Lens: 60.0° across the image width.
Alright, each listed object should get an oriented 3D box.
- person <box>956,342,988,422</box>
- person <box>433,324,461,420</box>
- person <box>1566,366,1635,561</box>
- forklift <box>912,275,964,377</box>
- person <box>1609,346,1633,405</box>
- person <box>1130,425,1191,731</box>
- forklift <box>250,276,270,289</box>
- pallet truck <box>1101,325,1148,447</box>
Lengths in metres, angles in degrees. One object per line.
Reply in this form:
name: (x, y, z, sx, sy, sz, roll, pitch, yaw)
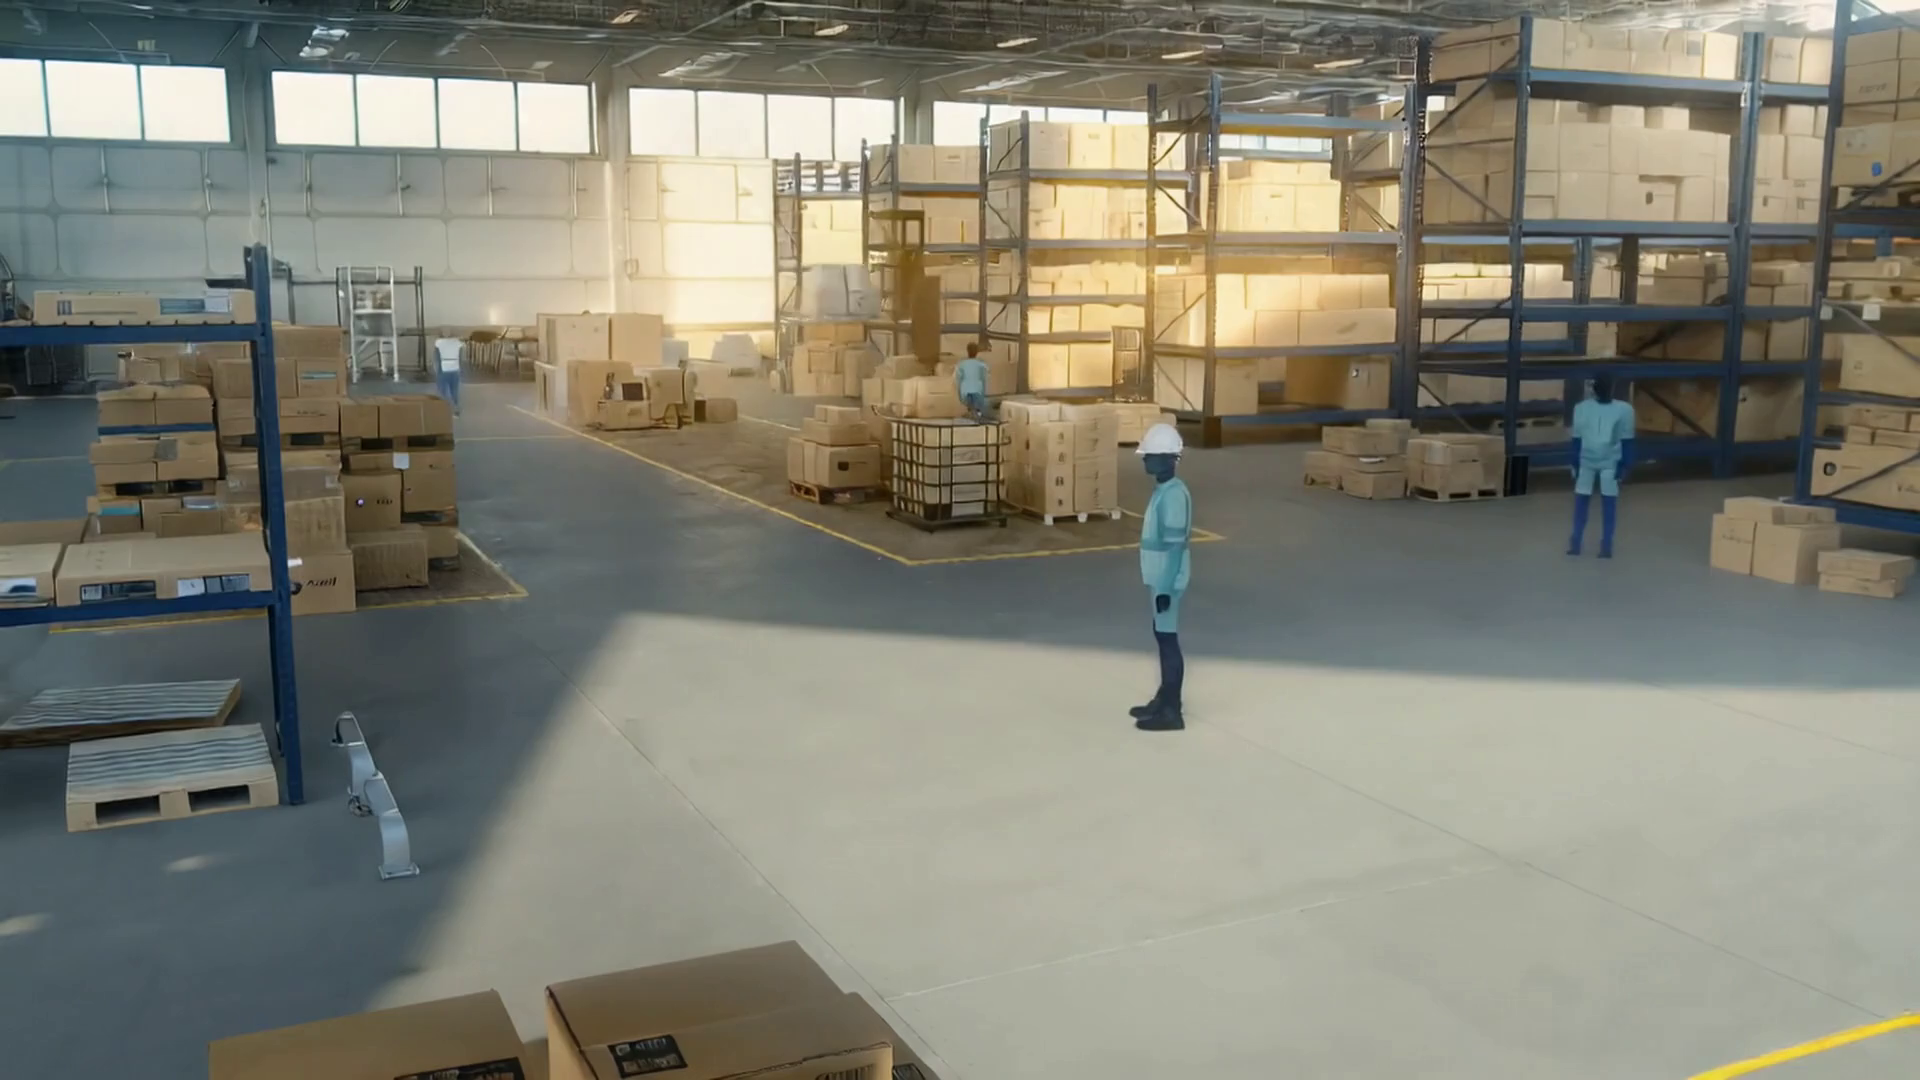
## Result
person: (0.206, -2.529, 28.439, 0.539, 1.695, 0.318, 0, 9, -2)
person: (-10.095, -3.298, 32.666, 0.591, 1.870, 0.986, -8, 12, -40)
person: (6.430, -0.765, 16.690, 0.630, 1.960, 0.404, 6, 11, 32)
forklift: (-0.735, -4.465, 36.788, 1.873, 2.768, 1.129, -4, 10, -25)
person: (11.452, -2.645, 28.501, 0.900, 1.906, 0.655, -3, 10, -16)
person: (1.272, 0.238, 10.526, 0.359, 1.938, 0.547, 0, 9, 0)
forklift: (-15.661, -4.539, 37.246, 1.873, 2.768, 1.129, -4, 10, -25)
pallet truck: (2.881, -2.596, 27.923, 0.823, 1.965, 1.885, -1, 9, -7)
